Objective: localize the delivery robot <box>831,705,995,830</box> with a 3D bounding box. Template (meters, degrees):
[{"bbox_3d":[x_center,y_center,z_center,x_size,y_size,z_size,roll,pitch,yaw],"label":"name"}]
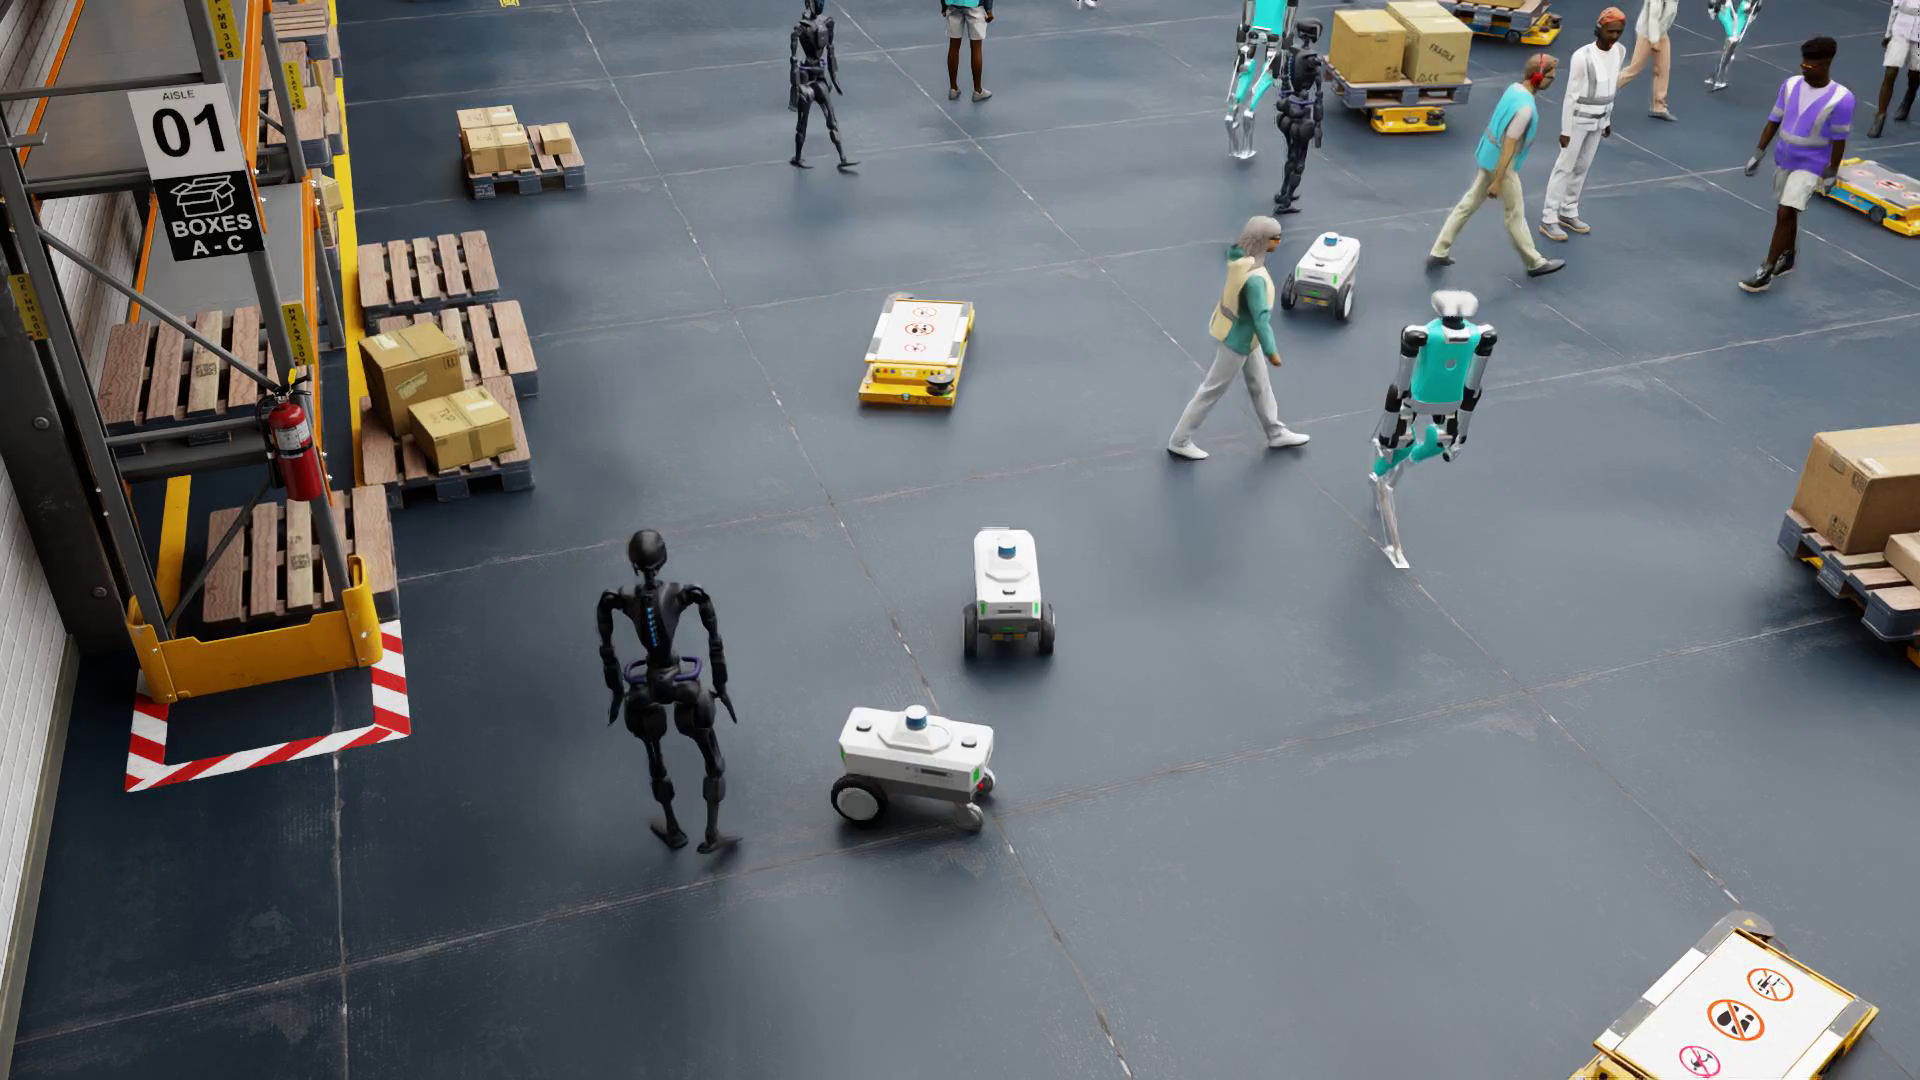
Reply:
[{"bbox_3d":[-0.225,1.060,7.986,0.814,0.611,0.499,7,34,11],"label":"delivery robot"}]

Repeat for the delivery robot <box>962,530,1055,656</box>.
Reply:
[{"bbox_3d":[0.256,0.260,9.185,0.499,0.581,0.774,-1,33,-1],"label":"delivery robot"}]

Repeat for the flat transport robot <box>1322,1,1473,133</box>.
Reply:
[{"bbox_3d":[4.286,-4.375,16.569,0.659,0.231,1.431,-3,33,-5],"label":"flat transport robot"}]

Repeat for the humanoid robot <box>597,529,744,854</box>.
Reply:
[{"bbox_3d":[-1.307,0.723,7.468,0.586,1.646,0.451,-2,33,-3],"label":"humanoid robot"}]

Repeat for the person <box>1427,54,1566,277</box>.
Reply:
[{"bbox_3d":[4.255,-2.908,12.934,1.023,1.775,0.614,2,33,3],"label":"person"}]

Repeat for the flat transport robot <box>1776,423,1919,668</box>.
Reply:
[{"bbox_3d":[5.394,0.304,9.393,0.659,0.231,1.431,-6,34,-8],"label":"flat transport robot"}]

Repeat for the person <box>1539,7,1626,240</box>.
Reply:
[{"bbox_3d":[5.121,-3.399,13.600,0.575,1.876,0.350,-19,38,-27],"label":"person"}]

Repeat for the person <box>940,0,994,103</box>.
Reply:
[{"bbox_3d":[0.058,-5.327,16.501,0.565,1.937,0.424,12,35,17],"label":"person"}]

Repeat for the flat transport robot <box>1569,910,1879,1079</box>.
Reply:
[{"bbox_3d":[3.068,2.057,6.704,1.431,0.231,0.659,-26,41,-33],"label":"flat transport robot"}]

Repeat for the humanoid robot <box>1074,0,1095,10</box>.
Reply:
[{"bbox_3d":[1.495,-7.024,19.359,0.541,1.848,0.780,-10,34,-14],"label":"humanoid robot"}]

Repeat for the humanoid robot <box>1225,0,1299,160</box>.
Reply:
[{"bbox_3d":[2.649,-4.233,15.029,0.532,1.784,0.816,18,37,26],"label":"humanoid robot"}]

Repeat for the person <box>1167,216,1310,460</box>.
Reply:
[{"bbox_3d":[1.791,-1.253,10.508,0.936,1.652,0.460,3,33,5],"label":"person"}]

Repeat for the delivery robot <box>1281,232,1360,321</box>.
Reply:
[{"bbox_3d":[2.809,-2.067,12.746,0.499,0.571,0.756,15,36,21],"label":"delivery robot"}]

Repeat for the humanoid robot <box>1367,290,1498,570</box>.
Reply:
[{"bbox_3d":[2.610,-0.733,9.687,0.562,1.815,0.887,-4,33,-6],"label":"humanoid robot"}]

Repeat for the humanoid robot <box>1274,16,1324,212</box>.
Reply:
[{"bbox_3d":[2.916,-3.605,14.090,0.427,1.650,0.613,-13,35,-19],"label":"humanoid robot"}]

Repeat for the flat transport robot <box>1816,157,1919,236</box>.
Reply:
[{"bbox_3d":[7.995,-3.018,14.488,0.659,0.231,1.431,-11,35,-16],"label":"flat transport robot"}]

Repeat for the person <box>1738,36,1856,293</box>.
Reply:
[{"bbox_3d":[6.346,-2.879,12.763,0.871,1.925,0.613,-15,36,-21],"label":"person"}]

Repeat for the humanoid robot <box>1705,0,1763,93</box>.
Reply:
[{"bbox_3d":[7.815,-5.318,16.716,0.556,1.767,1.003,11,35,16],"label":"humanoid robot"}]

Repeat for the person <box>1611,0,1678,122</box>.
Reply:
[{"bbox_3d":[6.688,-4.910,16.126,0.788,1.642,0.464,26,41,34],"label":"person"}]

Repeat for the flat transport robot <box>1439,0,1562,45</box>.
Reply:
[{"bbox_3d":[6.031,-5.869,18.859,1.431,0.231,0.659,17,37,24],"label":"flat transport robot"}]

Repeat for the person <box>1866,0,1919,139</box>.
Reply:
[{"bbox_3d":[9.078,-4.833,15.773,0.543,1.912,0.865,23,40,31],"label":"person"}]

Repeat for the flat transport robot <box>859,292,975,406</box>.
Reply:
[{"bbox_3d":[-0.292,-1.386,11.984,0.659,0.231,1.431,4,33,5],"label":"flat transport robot"}]

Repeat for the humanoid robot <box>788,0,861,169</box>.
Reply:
[{"bbox_3d":[-1.271,-4.094,14.864,0.692,1.632,0.612,24,40,32],"label":"humanoid robot"}]
